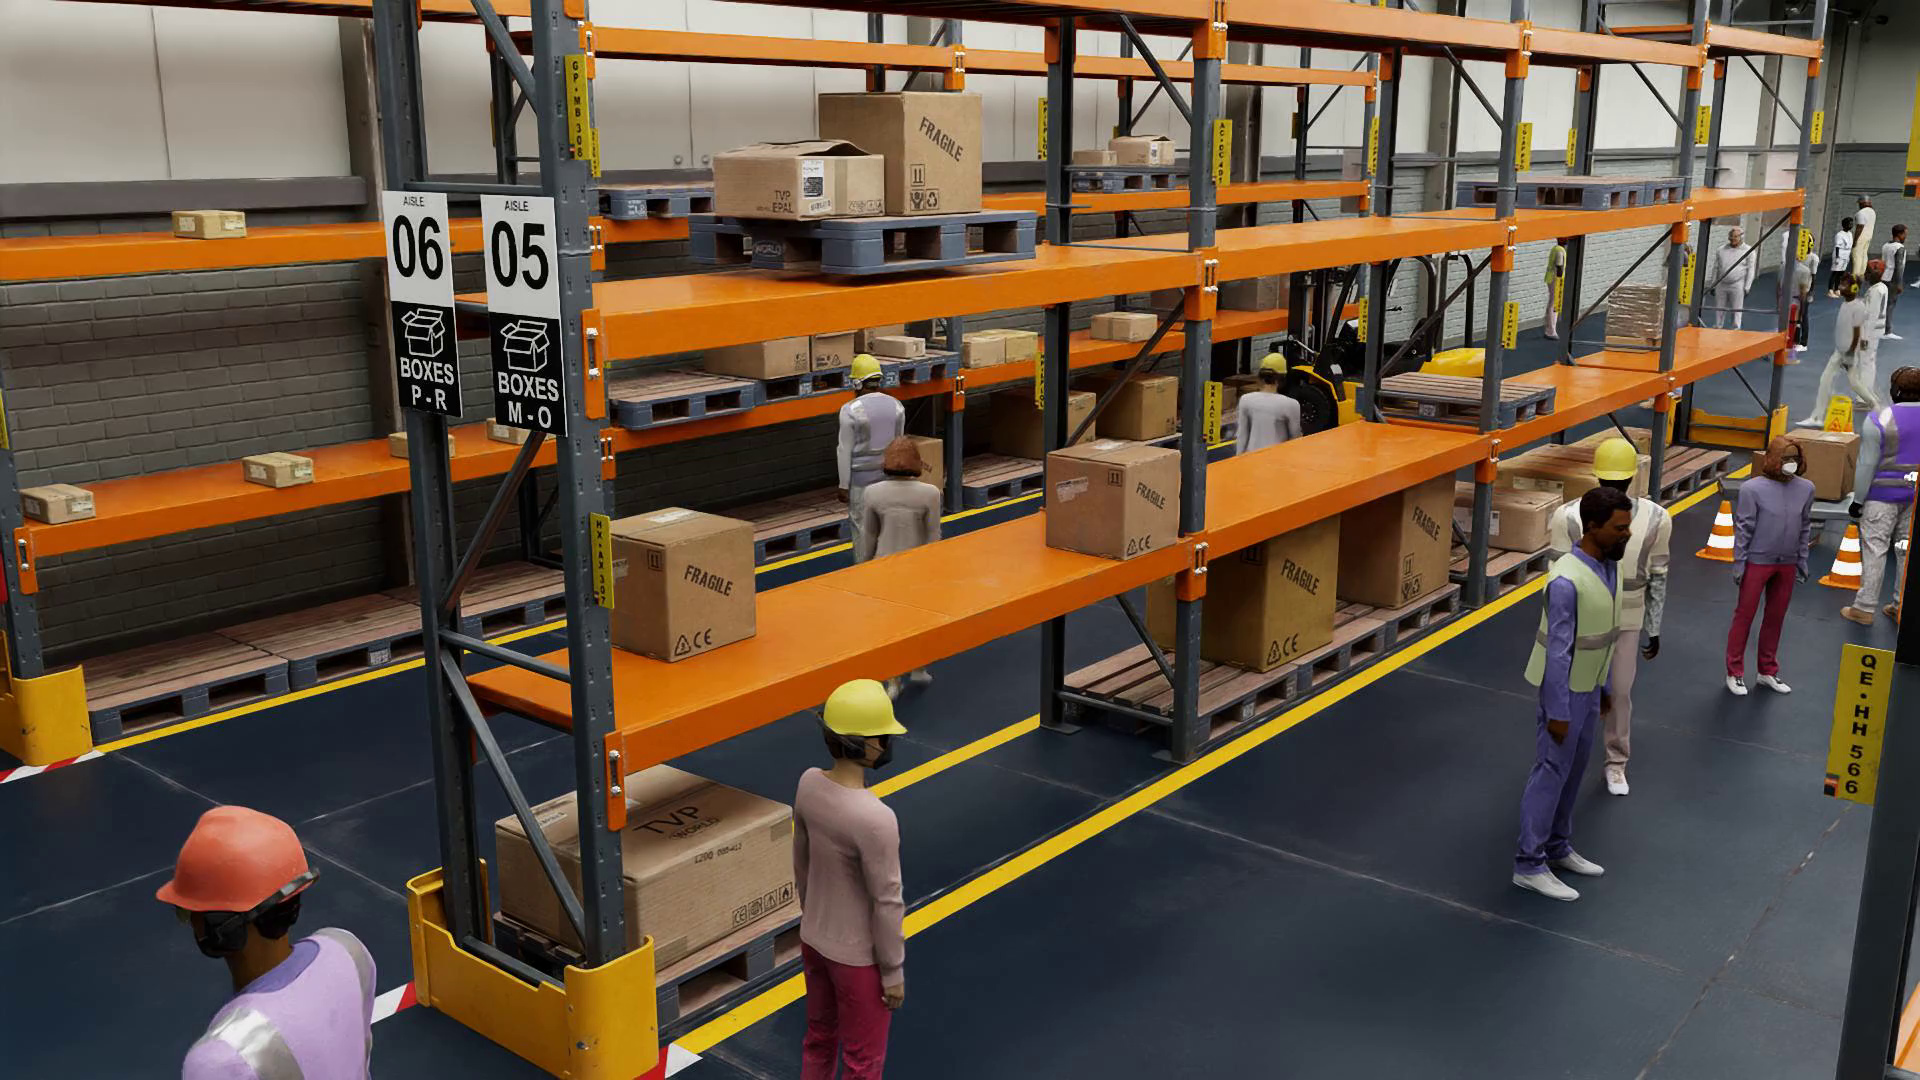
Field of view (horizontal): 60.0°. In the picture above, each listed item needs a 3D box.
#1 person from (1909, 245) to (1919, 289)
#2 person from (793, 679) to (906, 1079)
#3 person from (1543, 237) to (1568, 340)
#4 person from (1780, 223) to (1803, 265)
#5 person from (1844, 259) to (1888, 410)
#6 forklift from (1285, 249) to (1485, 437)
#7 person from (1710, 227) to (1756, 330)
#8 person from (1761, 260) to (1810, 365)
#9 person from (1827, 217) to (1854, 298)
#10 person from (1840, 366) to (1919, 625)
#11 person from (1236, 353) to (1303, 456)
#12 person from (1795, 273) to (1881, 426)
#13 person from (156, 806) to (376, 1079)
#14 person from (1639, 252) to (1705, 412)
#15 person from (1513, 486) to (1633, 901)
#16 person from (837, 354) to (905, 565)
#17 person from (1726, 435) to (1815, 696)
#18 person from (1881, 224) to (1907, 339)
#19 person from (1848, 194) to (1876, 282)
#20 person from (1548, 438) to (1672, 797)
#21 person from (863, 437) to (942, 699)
[{"bbox_3d":[21.561,-6.387,36.997,0.827,1.591,0.510,-1,14,-3],"label":"person"},{"bbox_3d":[-0.338,1.299,5.354,0.329,1.765,0.526,-10,17,-36],"label":"person"},{"bbox_3d":[10.003,-4.283,27.904,0.388,1.847,0.563,2,14,10],"label":"person"},{"bbox_3d":[17.000,-5.729,33.984,0.562,1.752,0.324,-5,15,-19],"label":"person"},{"bbox_3d":[11.389,-2.569,20.855,0.356,1.883,0.573,8,16,30],"label":"person"},{"bbox_3d":[4.886,-2.214,18.767,2.313,2.155,1.214,11,18,38],"label":"forklift"},{"bbox_3d":[12.664,-4.175,27.346,0.652,1.905,0.409,13,19,43],"label":"person"},{"bbox_3d":[12.339,-3.499,24.749,0.615,1.834,0.523,-7,15,-26],"label":"person"},{"bbox_3d":[18.505,-5.923,34.916,0.532,1.690,0.322,-10,17,-36],"label":"person"},{"bbox_3d":[6.579,-0.308,11.737,0.625,1.844,0.429,-1,14,-4],"label":"person"},{"bbox_3d":[2.456,-0.632,13.298,0.535,1.723,0.900,10,17,35],"label":"person"},{"bbox_3d":[10.485,-2.219,19.553,0.951,1.834,0.529,1,14,4],"label":"person"},{"bbox_3d":[-1.503,1.560,3.712,0.397,2.043,0.609,2,14,6],"label":"person"},{"bbox_3d":[8.814,-2.600,20.653,0.536,2.000,0.672,-4,14,-17],"label":"person"},{"bbox_3d":[2.795,0.680,7.585,0.397,1.910,0.585,11,18,39],"label":"person"},{"bbox_3d":[-0.681,-0.481,12.490,0.586,1.824,0.404,-12,19,-41],"label":"person"},{"bbox_3d":[5.008,0.155,10.279,0.507,1.633,0.277,-2,14,-9],"label":"person"},{"bbox_3d":[15.713,-4.360,28.073,0.391,1.920,0.593,0,14,1],"label":"person"},{"bbox_3d":[20.857,-7.007,38.599,0.688,2.000,0.536,-11,18,-39],"label":"person"},{"bbox_3d":[3.355,0.410,8.669,0.590,1.918,0.421,4,14,16],"label":"person"},{"bbox_3d":[-0.338,0.159,10.278,0.518,1.612,0.555,3,14,12],"label":"person"}]
